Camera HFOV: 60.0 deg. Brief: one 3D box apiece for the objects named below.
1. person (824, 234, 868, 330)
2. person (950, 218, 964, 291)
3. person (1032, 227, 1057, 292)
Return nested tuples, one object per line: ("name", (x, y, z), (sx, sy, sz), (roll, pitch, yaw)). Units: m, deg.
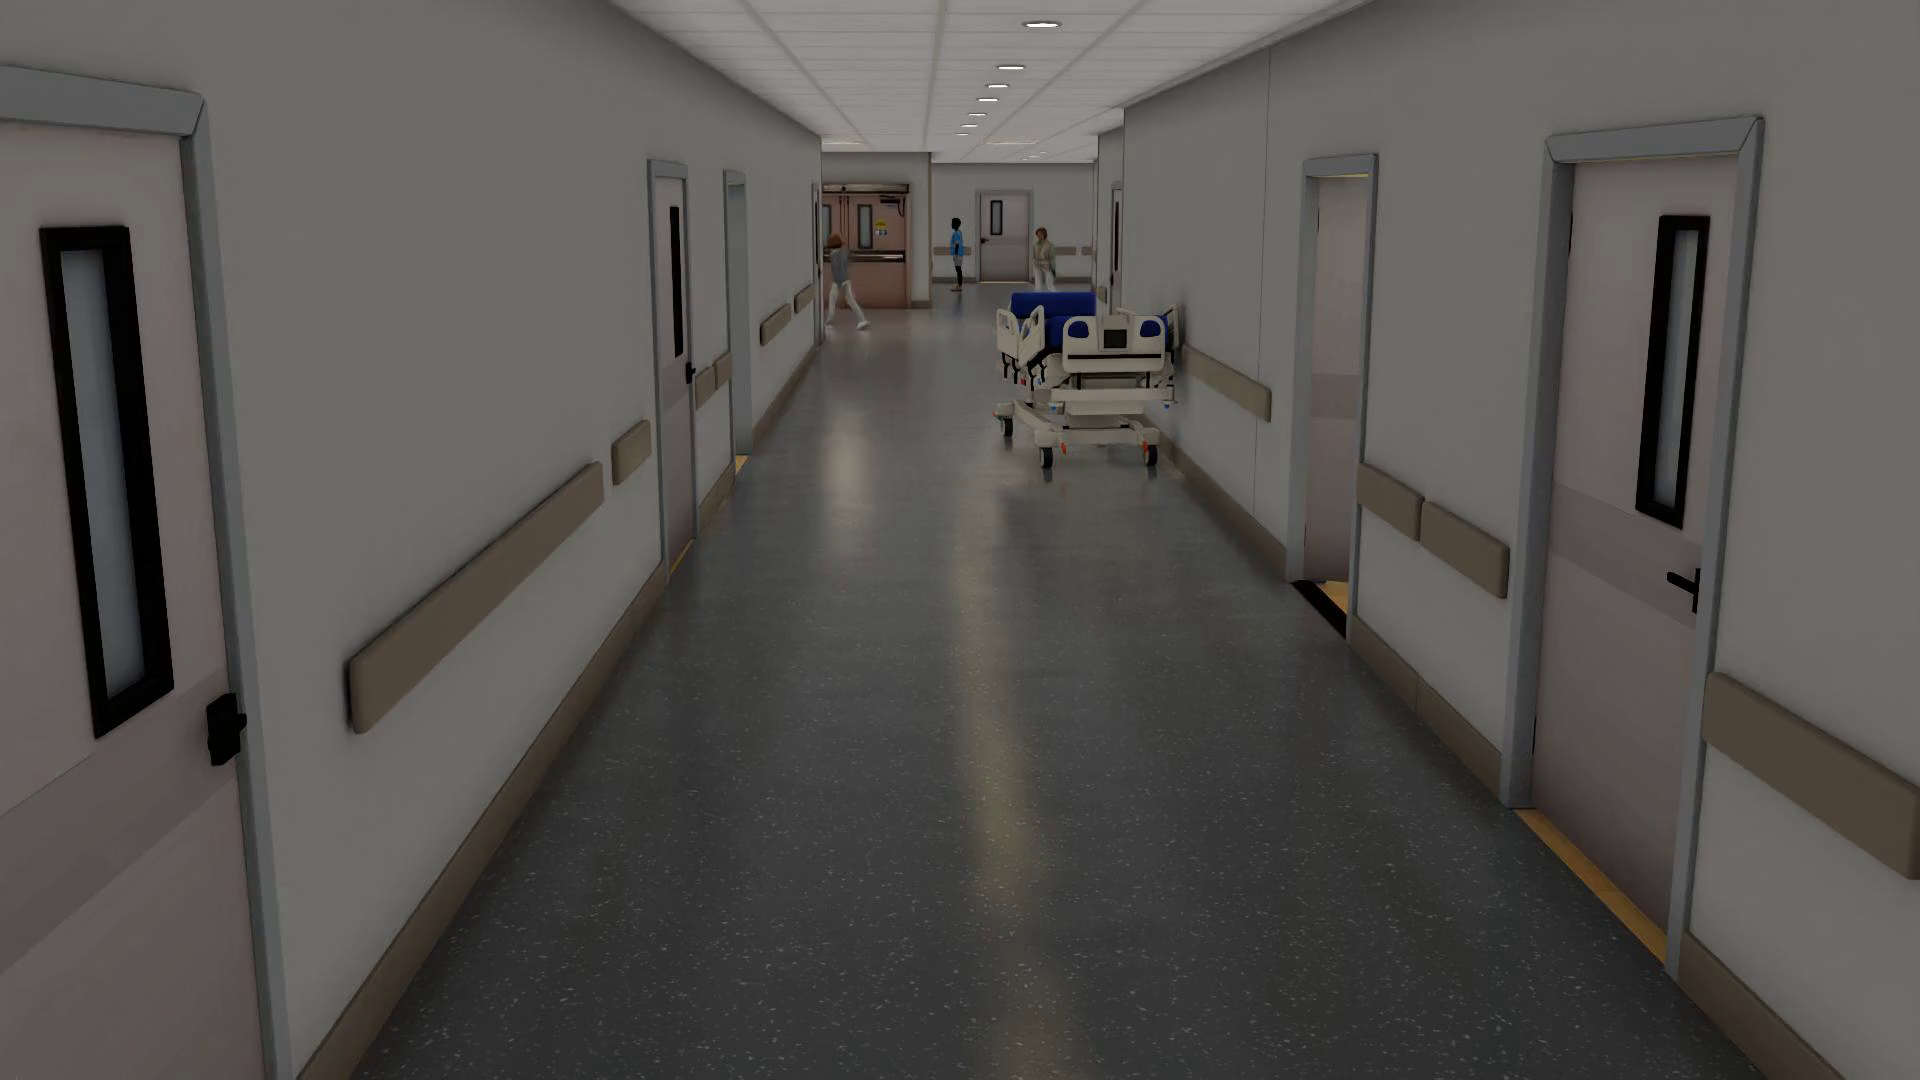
("person", (-1.888, -4.211, 27.185), (0.900, 1.565, 0.506), (7, 14, 31))
("person", (-0.069, -6.621, 38.595), (0.322, 1.697, 0.535), (1, 12, 6))
("person", (1.690, -5.244, 32.144), (0.522, 1.604, 0.701), (8, 14, 34))
